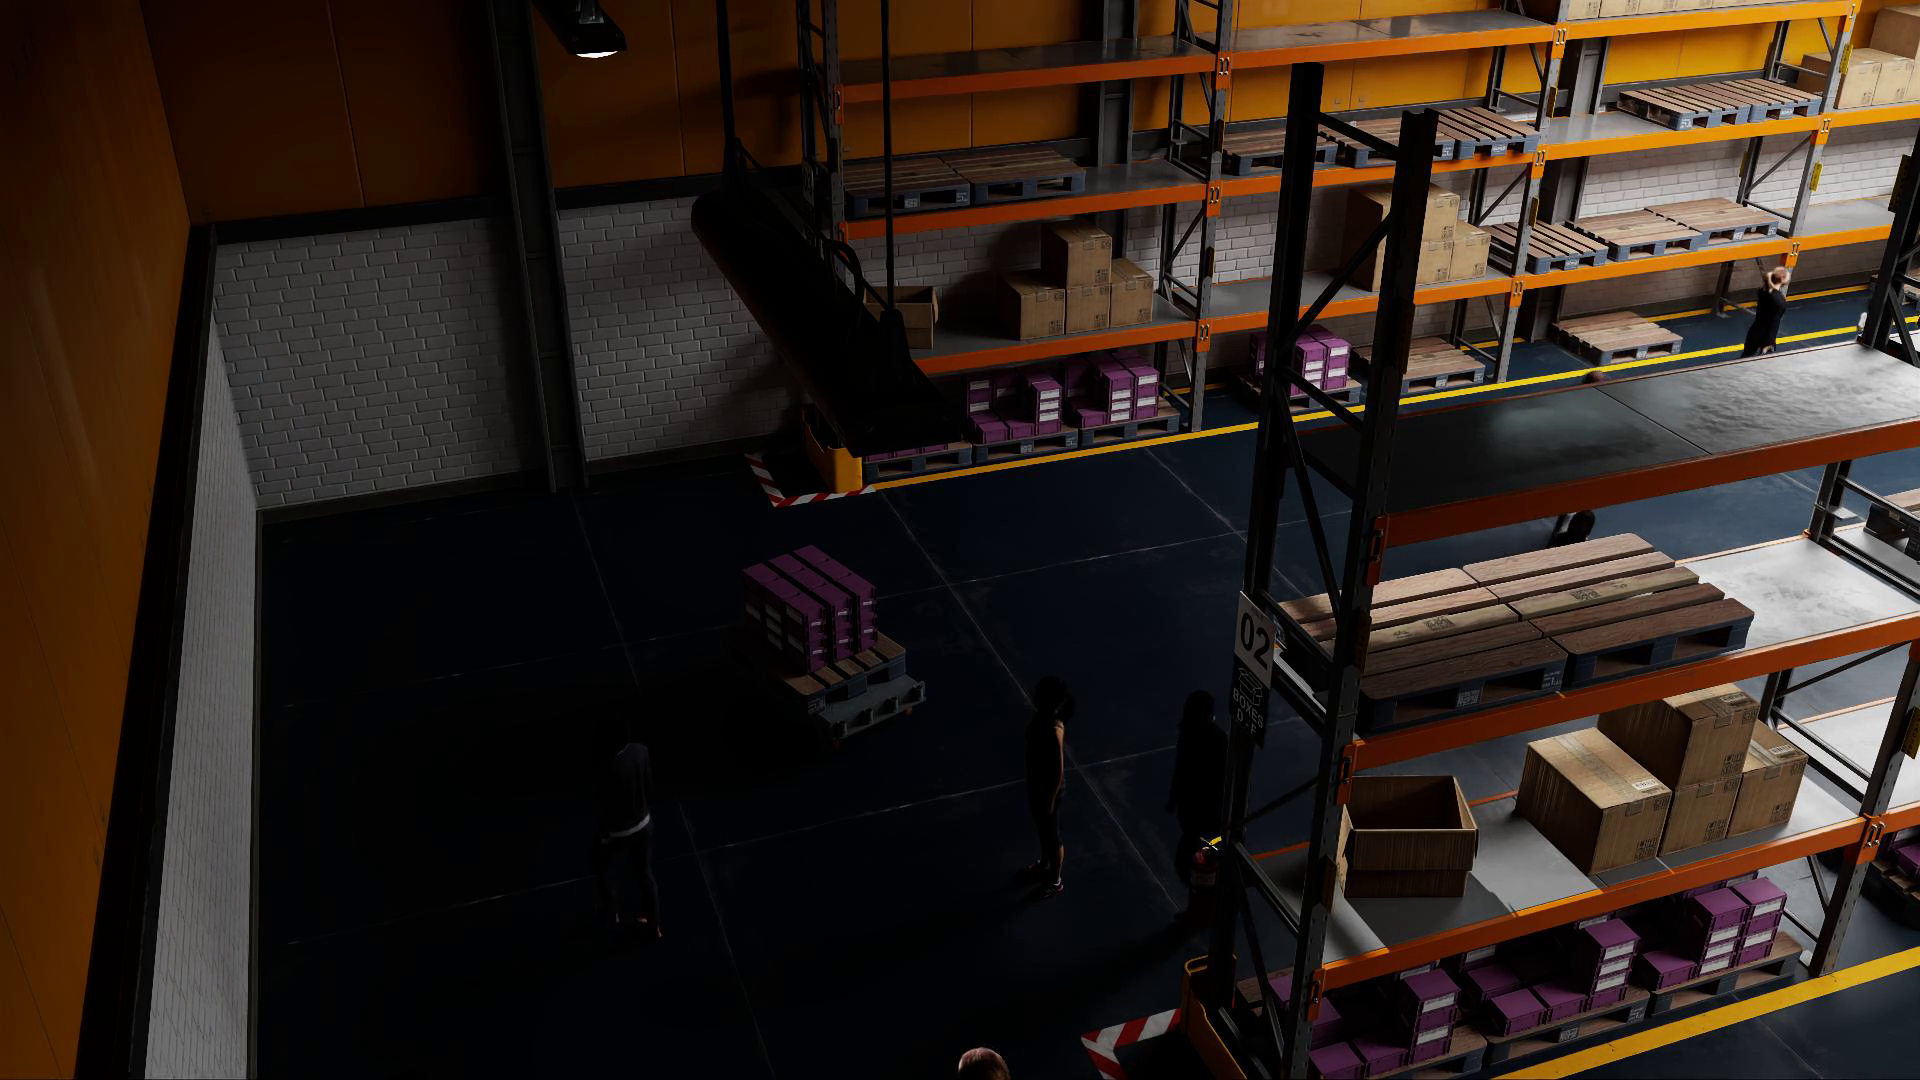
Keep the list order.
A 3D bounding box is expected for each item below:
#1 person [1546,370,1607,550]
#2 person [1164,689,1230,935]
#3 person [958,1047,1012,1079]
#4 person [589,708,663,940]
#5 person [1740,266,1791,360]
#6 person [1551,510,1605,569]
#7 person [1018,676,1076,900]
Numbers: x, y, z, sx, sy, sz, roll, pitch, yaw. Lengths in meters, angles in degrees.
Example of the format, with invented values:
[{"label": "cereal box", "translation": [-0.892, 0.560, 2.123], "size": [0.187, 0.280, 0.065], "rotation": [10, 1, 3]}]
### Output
[{"label": "person", "translation": [5.752, -0.705, 15.571], "size": [1.205, 1.787, 0.945], "rotation": [-23, 36, -36]}, {"label": "person", "translation": [1.680, 1.764, 10.951], "size": [0.642, 1.878, 0.744], "rotation": [-10, 30, -17]}, {"label": "person", "translation": [0.236, 3.232, 8.368], "size": [0.770, 1.773, 0.721], "rotation": [1, 29, 3]}, {"label": "person", "translation": [-2.125, 1.902, 10.834], "size": [0.880, 1.748, 0.861], "rotation": [24, 37, 37]}, {"label": "person", "translation": [8.803, -2.216, 18.461], "size": [1.082, 1.672, 0.713], "rotation": [-6, 29, -11]}, {"label": "person", "translation": [4.878, 0.534, 13.274], "size": [0.804, 1.812, 0.792], "rotation": [-20, 34, -32]}, {"label": "person", "translation": [0.594, 1.661, 11.294], "size": [0.565, 1.729, 0.595], "rotation": [-7, 29, -12]}]
